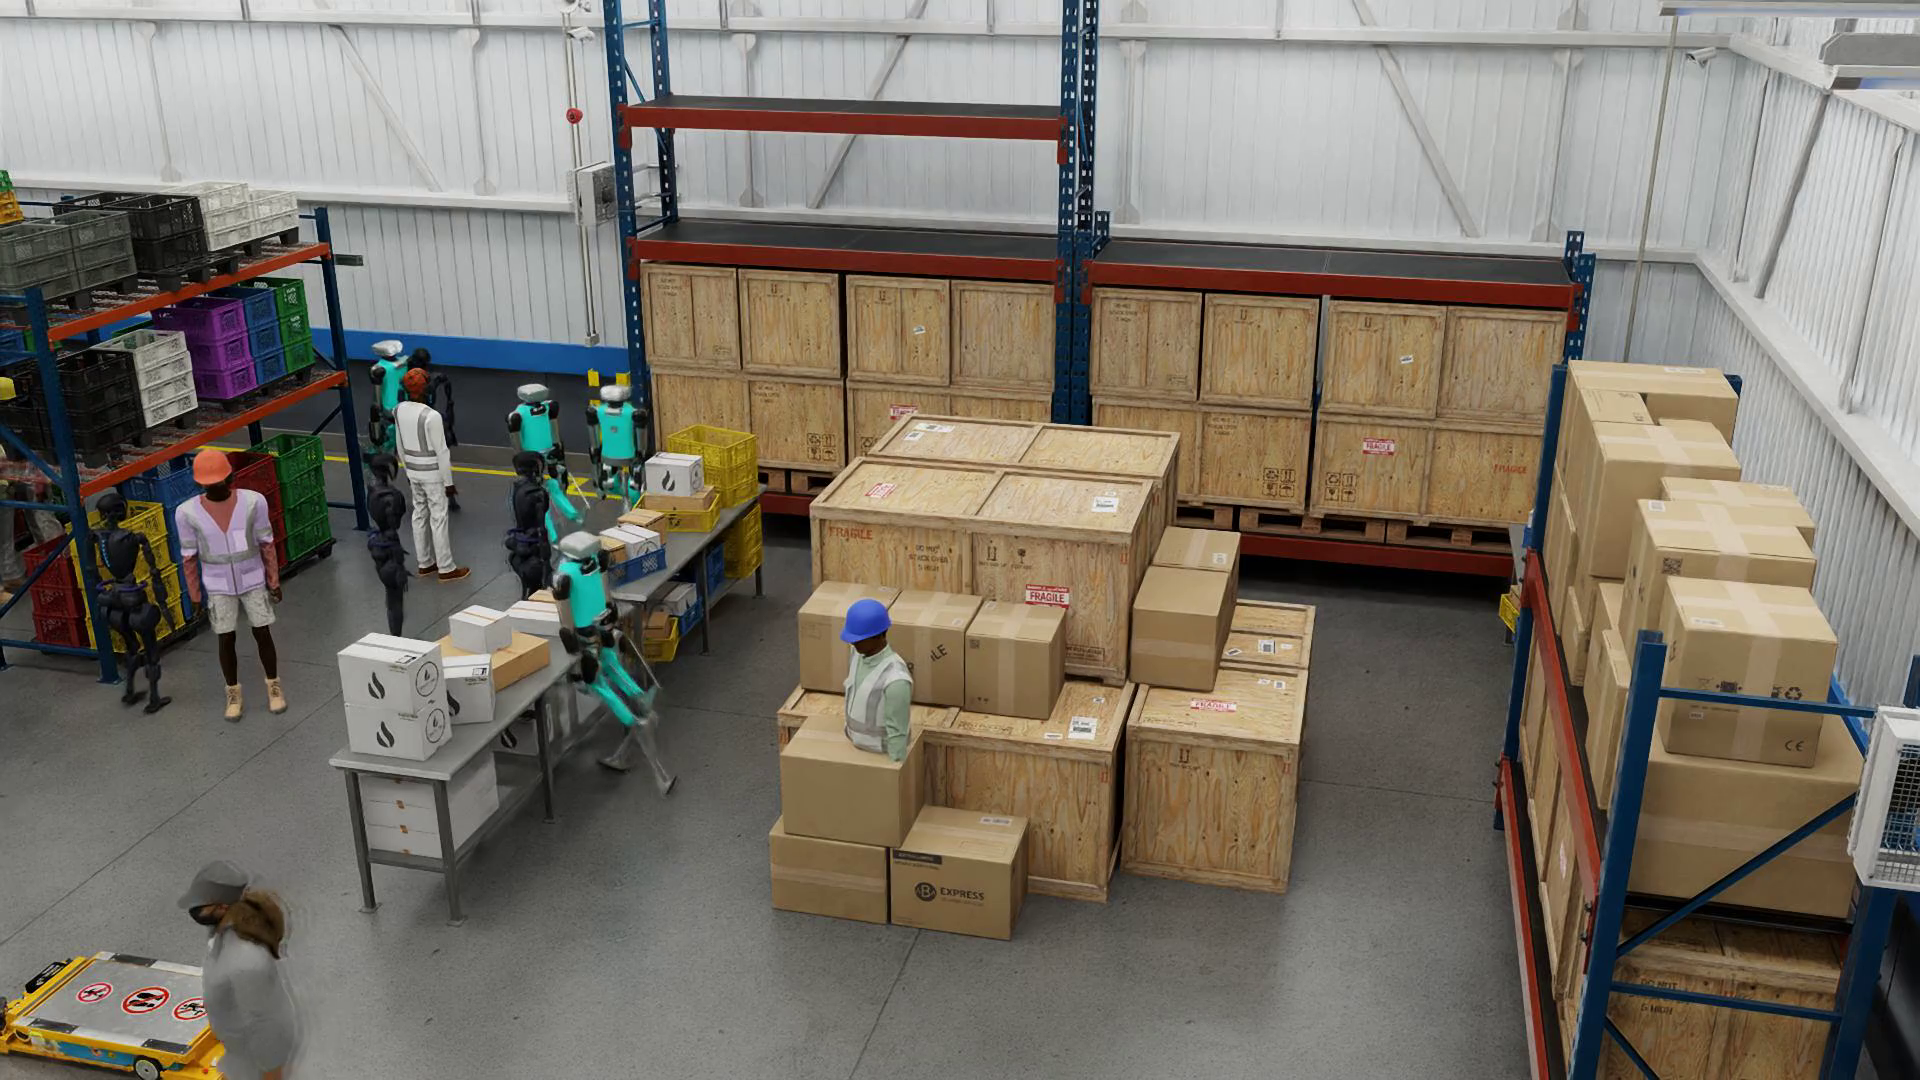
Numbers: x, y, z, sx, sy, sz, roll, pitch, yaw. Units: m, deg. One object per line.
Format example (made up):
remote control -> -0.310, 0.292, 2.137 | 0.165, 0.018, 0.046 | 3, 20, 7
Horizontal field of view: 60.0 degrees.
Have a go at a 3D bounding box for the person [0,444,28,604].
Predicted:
person -> -8.078, -0.391, 13.867 | 0.429, 1.841, 0.633 | 1, 21, 2

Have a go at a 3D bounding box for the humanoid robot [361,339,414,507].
humanoid robot -> -5.471, -1.039, 15.679 | 0.732, 1.768, 0.553 | 8, 22, 21

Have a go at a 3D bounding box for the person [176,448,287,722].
person -> -5.130, 0.313, 11.762 | 0.609, 2.035, 0.400 | -9, 23, -23

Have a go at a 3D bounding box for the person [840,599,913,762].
person -> -0.482, 1.218, 9.537 | 0.415, 1.932, 0.611 | -10, 23, -25

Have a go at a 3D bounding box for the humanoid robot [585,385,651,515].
humanoid robot -> -2.879, -0.552, 14.414 | 0.541, 1.730, 0.972 | 2, 21, 6

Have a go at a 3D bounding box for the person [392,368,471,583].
person -> -4.539, -0.550, 14.223 | 0.581, 1.883, 0.351 | 13, 25, 31

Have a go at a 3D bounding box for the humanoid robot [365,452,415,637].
humanoid robot -> -4.355, 0.117, 12.750 | 0.316, 1.657, 0.596 | -10, 23, -24

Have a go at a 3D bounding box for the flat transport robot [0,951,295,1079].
flat transport robot -> -4.270, 2.464, 8.601 | 1.431, 0.231, 0.659 | 5, 22, 13

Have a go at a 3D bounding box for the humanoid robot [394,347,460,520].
humanoid robot -> -5.038, -1.009, 15.709 | 0.600, 1.655, 0.337 | -17, 27, -38

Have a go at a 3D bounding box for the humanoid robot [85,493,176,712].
humanoid robot -> -5.920, 0.443, 11.902 | 0.612, 1.647, 0.354 | 4, 21, 10

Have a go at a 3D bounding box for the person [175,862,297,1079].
person -> -3.075, 2.171, 7.282 | 0.427, 1.759, 0.573 | -10, 23, -25

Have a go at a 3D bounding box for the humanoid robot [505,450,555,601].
humanoid robot -> -3.294, 0.106, 12.828 | 0.733, 1.626, 0.585 | -14, 25, -33

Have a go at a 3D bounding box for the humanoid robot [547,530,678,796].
humanoid robot -> -2.154, 0.848, 10.851 | 0.865, 1.839, 0.565 | 8, 22, 19

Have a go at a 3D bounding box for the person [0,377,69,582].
person -> -7.956, -0.507, 14.198 | 0.593, 1.825, 0.404 | 17, 27, 37

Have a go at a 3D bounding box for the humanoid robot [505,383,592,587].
humanoid robot -> -3.403, -0.397, 14.077 | 0.659, 1.834, 0.538 | 13, 24, 30
